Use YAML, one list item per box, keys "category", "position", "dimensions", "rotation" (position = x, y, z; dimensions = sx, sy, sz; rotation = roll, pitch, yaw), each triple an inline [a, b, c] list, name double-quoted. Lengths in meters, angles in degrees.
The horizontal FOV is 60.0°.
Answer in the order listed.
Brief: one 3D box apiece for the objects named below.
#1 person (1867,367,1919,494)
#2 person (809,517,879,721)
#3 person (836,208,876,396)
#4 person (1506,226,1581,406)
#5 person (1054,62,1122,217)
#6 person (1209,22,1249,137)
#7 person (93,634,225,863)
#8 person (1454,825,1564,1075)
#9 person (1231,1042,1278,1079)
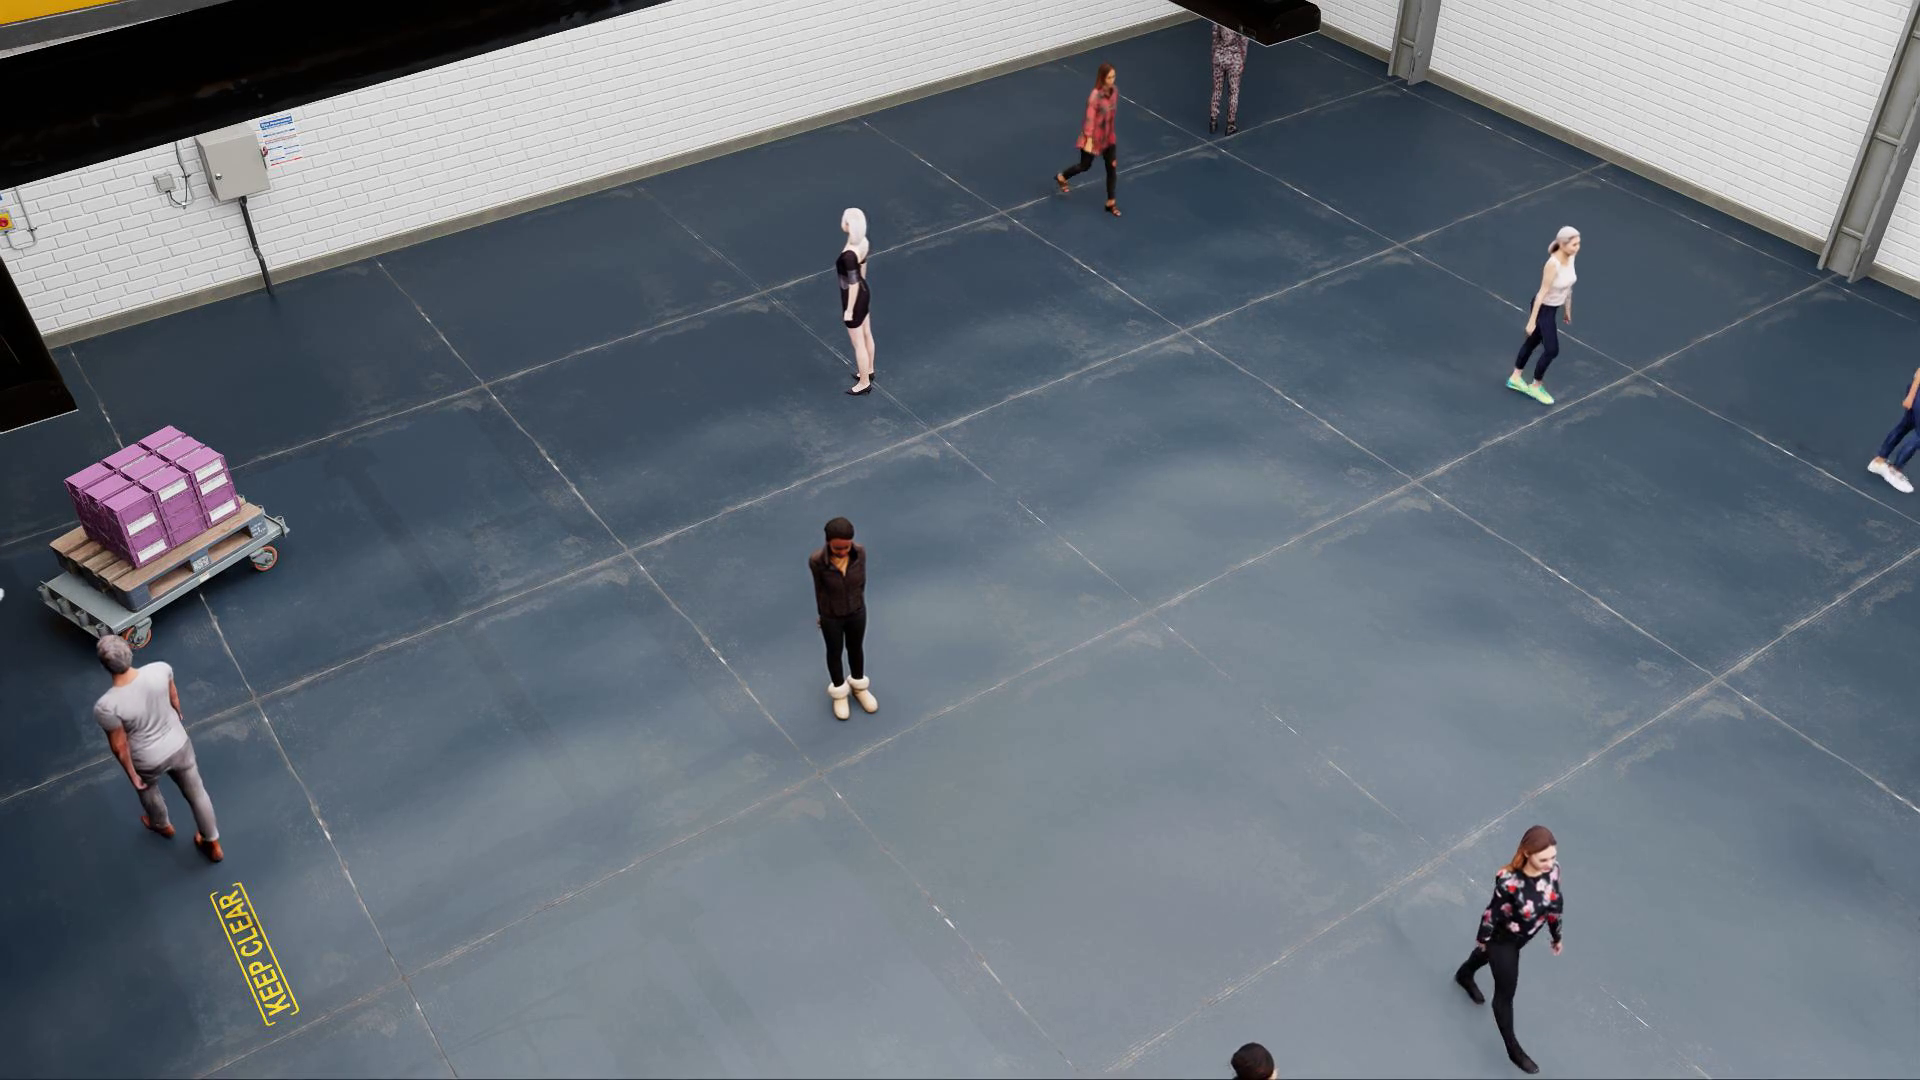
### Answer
- category: "person"
  position: [7.909, -1.258, 13.792]
  dimensions: [0.699, 1.763, 0.651]
  rotation: [32, 48, 33]
- category: "person"
  position: [-0.834, 0.491, 11.683]
  dimensions: [0.661, 1.661, 0.605]
  rotation: [-23, 44, -26]
- category: "person"
  position: [-0.922, -2.128, 14.830]
  dimensions: [0.693, 1.829, 0.649]
  rotation: [9, 39, 11]
- category: "person"
  position: [5.146, -2.057, 14.853]
  dimensions: [0.794, 1.689, 0.723]
  rotation: [28, 46, 30]
- category: "person"
  position: [1.399, -4.287, 17.662]
  dimensions: [1.140, 1.668, 0.758]
  rotation: [31, 48, 33]
- category: "person"
  position: [3.080, -5.517, 19.162]
  dimensions: [0.614, 1.717, 0.716]
  rotation: [18, 42, 21]
- category: "person"
  position: [-4.990, 1.365, 10.478]
  dimensions: [1.027, 1.800, 0.850]
  rotation: [28, 46, 30]
- category: "person"
  position: [3.126, 2.187, 9.576]
  dimensions: [0.656, 1.642, 1.055]
  rotation: [-18, 42, -22]
- category: "person"
  position: [1.397, 3.067, 8.509]
  dimensions: [0.571, 1.599, 0.534]
  rotation: [-25, 45, -28]
